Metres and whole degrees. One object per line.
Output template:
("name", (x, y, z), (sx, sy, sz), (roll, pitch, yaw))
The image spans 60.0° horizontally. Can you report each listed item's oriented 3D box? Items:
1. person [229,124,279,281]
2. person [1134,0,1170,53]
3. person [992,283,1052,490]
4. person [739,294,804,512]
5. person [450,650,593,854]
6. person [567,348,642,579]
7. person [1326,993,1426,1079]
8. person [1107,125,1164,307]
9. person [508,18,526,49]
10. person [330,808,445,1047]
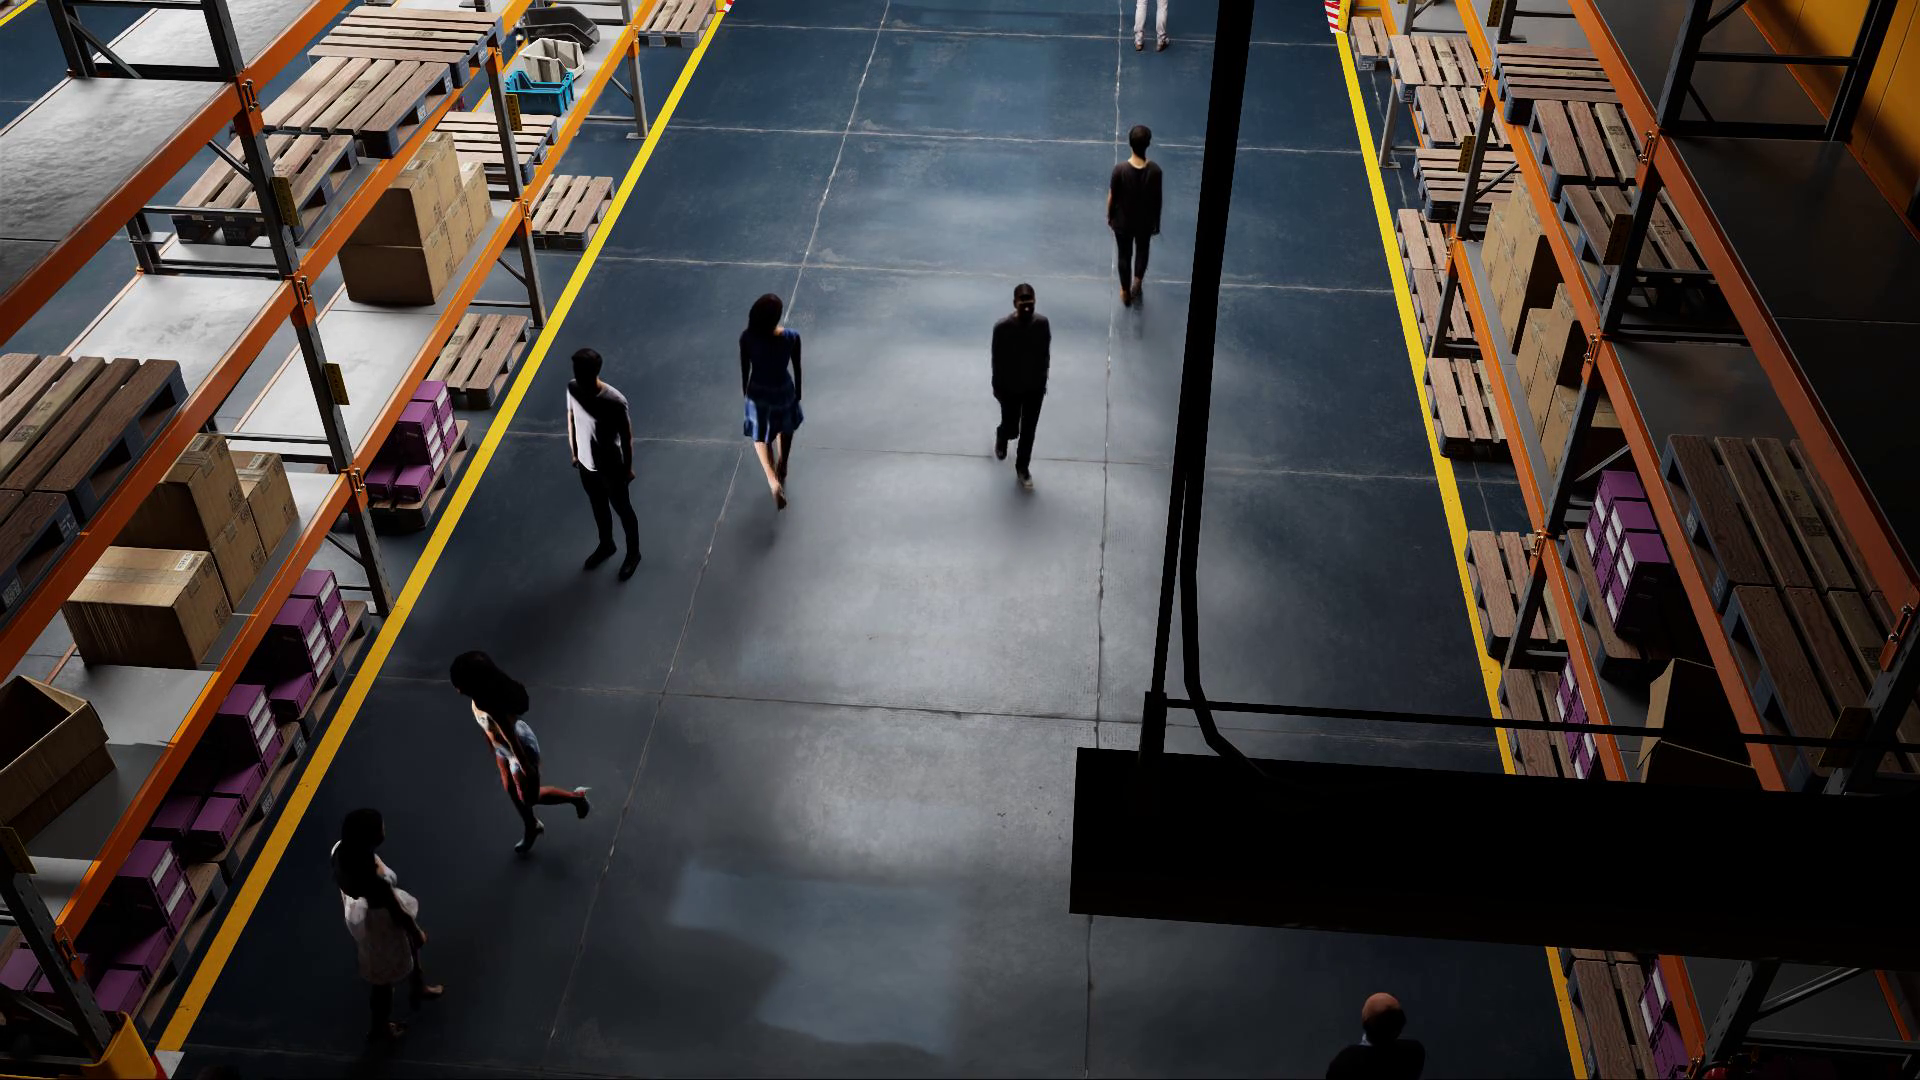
("person", (-6.295, -2.983, 15.162), (0.707, 1.745, 1.135), (-2, 39, -3))
("person", (2.318, -6.784, 19.803), (0.686, 1.894, 0.597), (7, 39, 9))
("person", (0.466, -1.253, 12.992), (0.780, 1.750, 0.901), (-10, 40, -12))
("person", (-1.425, -1.020, 12.675), (0.870, 1.780, 1.120), (-8, 39, -10))
("person", (-2.601, 1.246, 9.991), (0.967, 1.590, 0.909), (-31, 48, -33))
("person", (-2.581, -0.555, 12.071), (0.737, 1.809, 0.675), (16, 41, 19))
("person", (1.908, 2.838, 7.848), (0.849, 1.777, 0.972), (-7, 39, -9))
("person", (1.586, -2.892, 15.083), (0.643, 1.702, 0.617), (2, 39, 2))
("person", (-5.434, -6.854, 19.872), (0.960, 1.916, 1.301), (-8, 39, -10))
("person", (-3.123, 2.116, 8.770), (0.825, 1.753, 0.892), (30, 47, 32))
